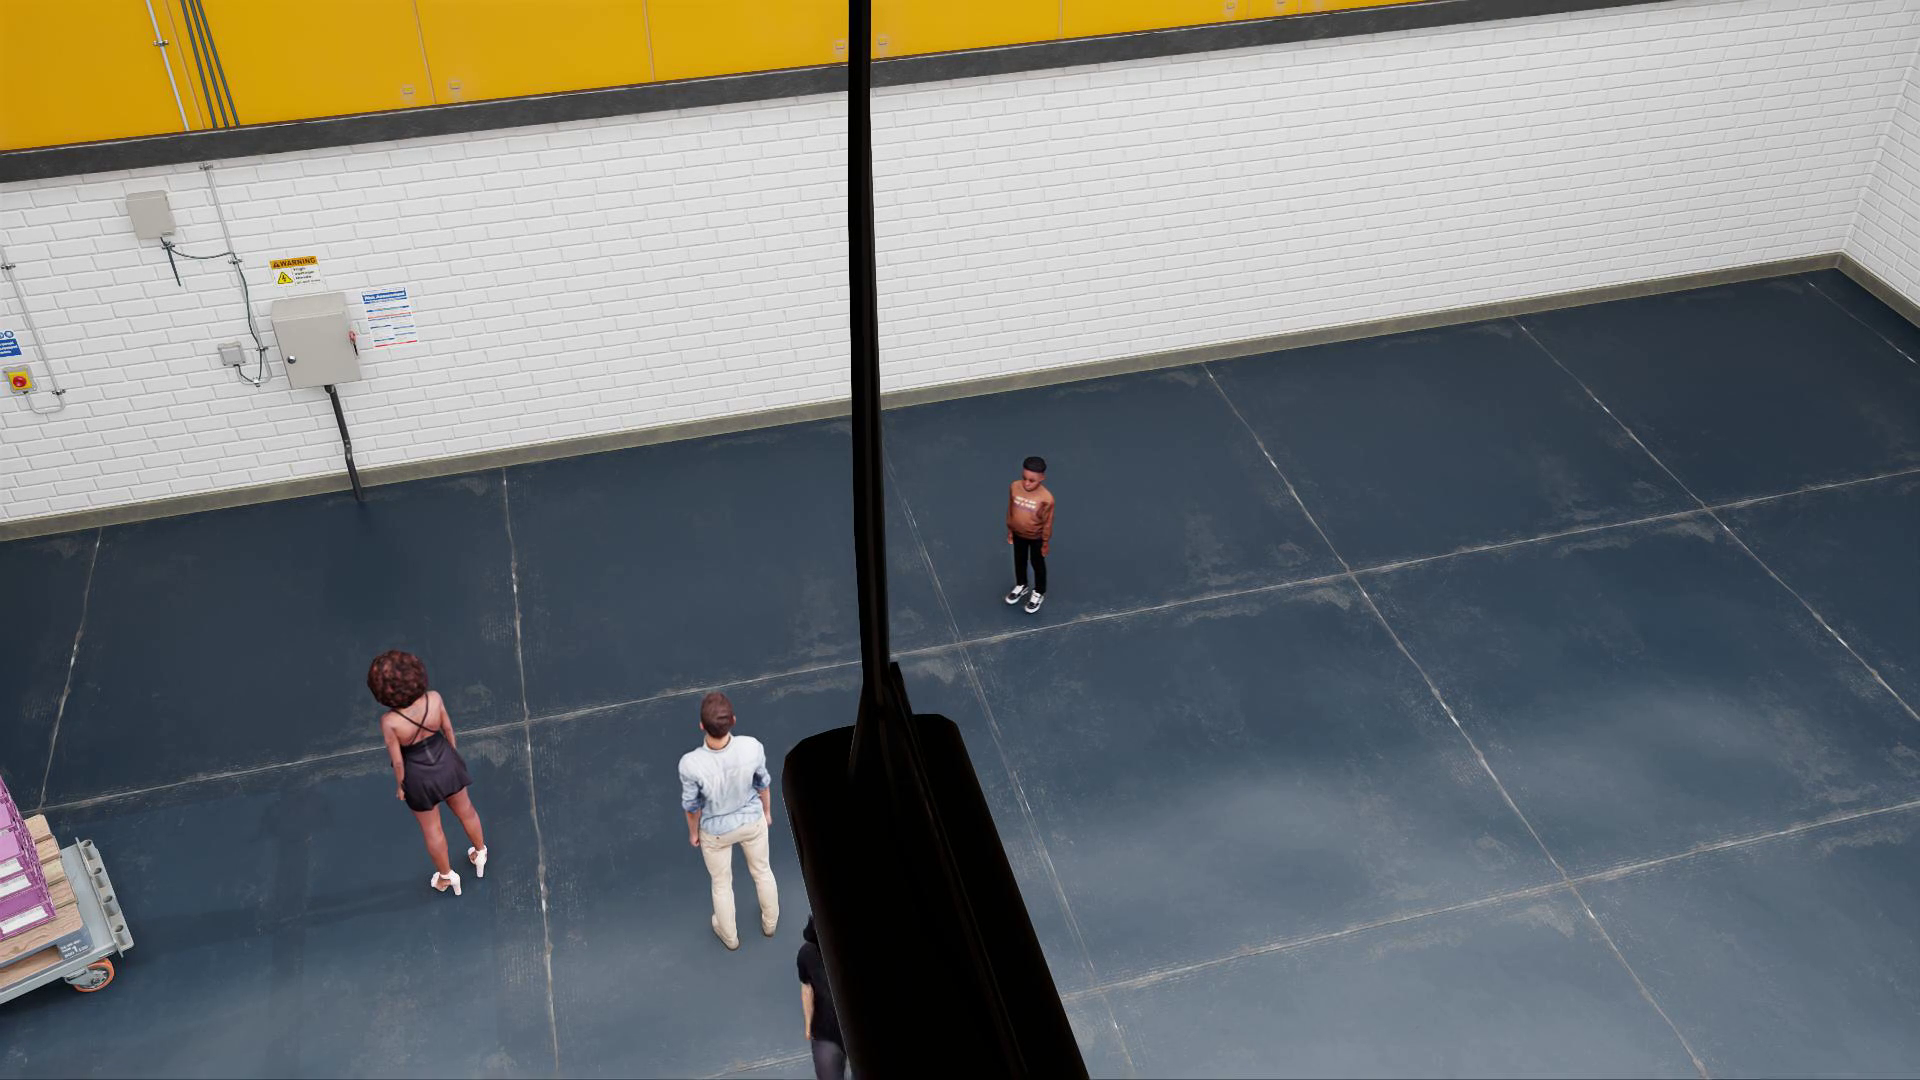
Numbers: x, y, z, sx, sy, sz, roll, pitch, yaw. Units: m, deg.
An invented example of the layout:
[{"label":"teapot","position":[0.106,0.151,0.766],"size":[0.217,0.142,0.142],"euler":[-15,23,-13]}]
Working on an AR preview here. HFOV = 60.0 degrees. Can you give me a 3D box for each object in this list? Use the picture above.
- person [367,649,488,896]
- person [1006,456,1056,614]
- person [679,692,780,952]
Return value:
[{"label":"person","position":[-3.002,1.333,9.437],"size":[0.704,1.786,0.668],"euler":[31,48,33]},{"label":"person","position":[0.497,-0.070,11.620],"size":[0.580,1.255,0.650],"euler":[23,44,26]},{"label":"person","position":[-1.254,1.549,9.118],"size":[0.666,1.847,0.573],"euler":[-13,40,-16]}]
